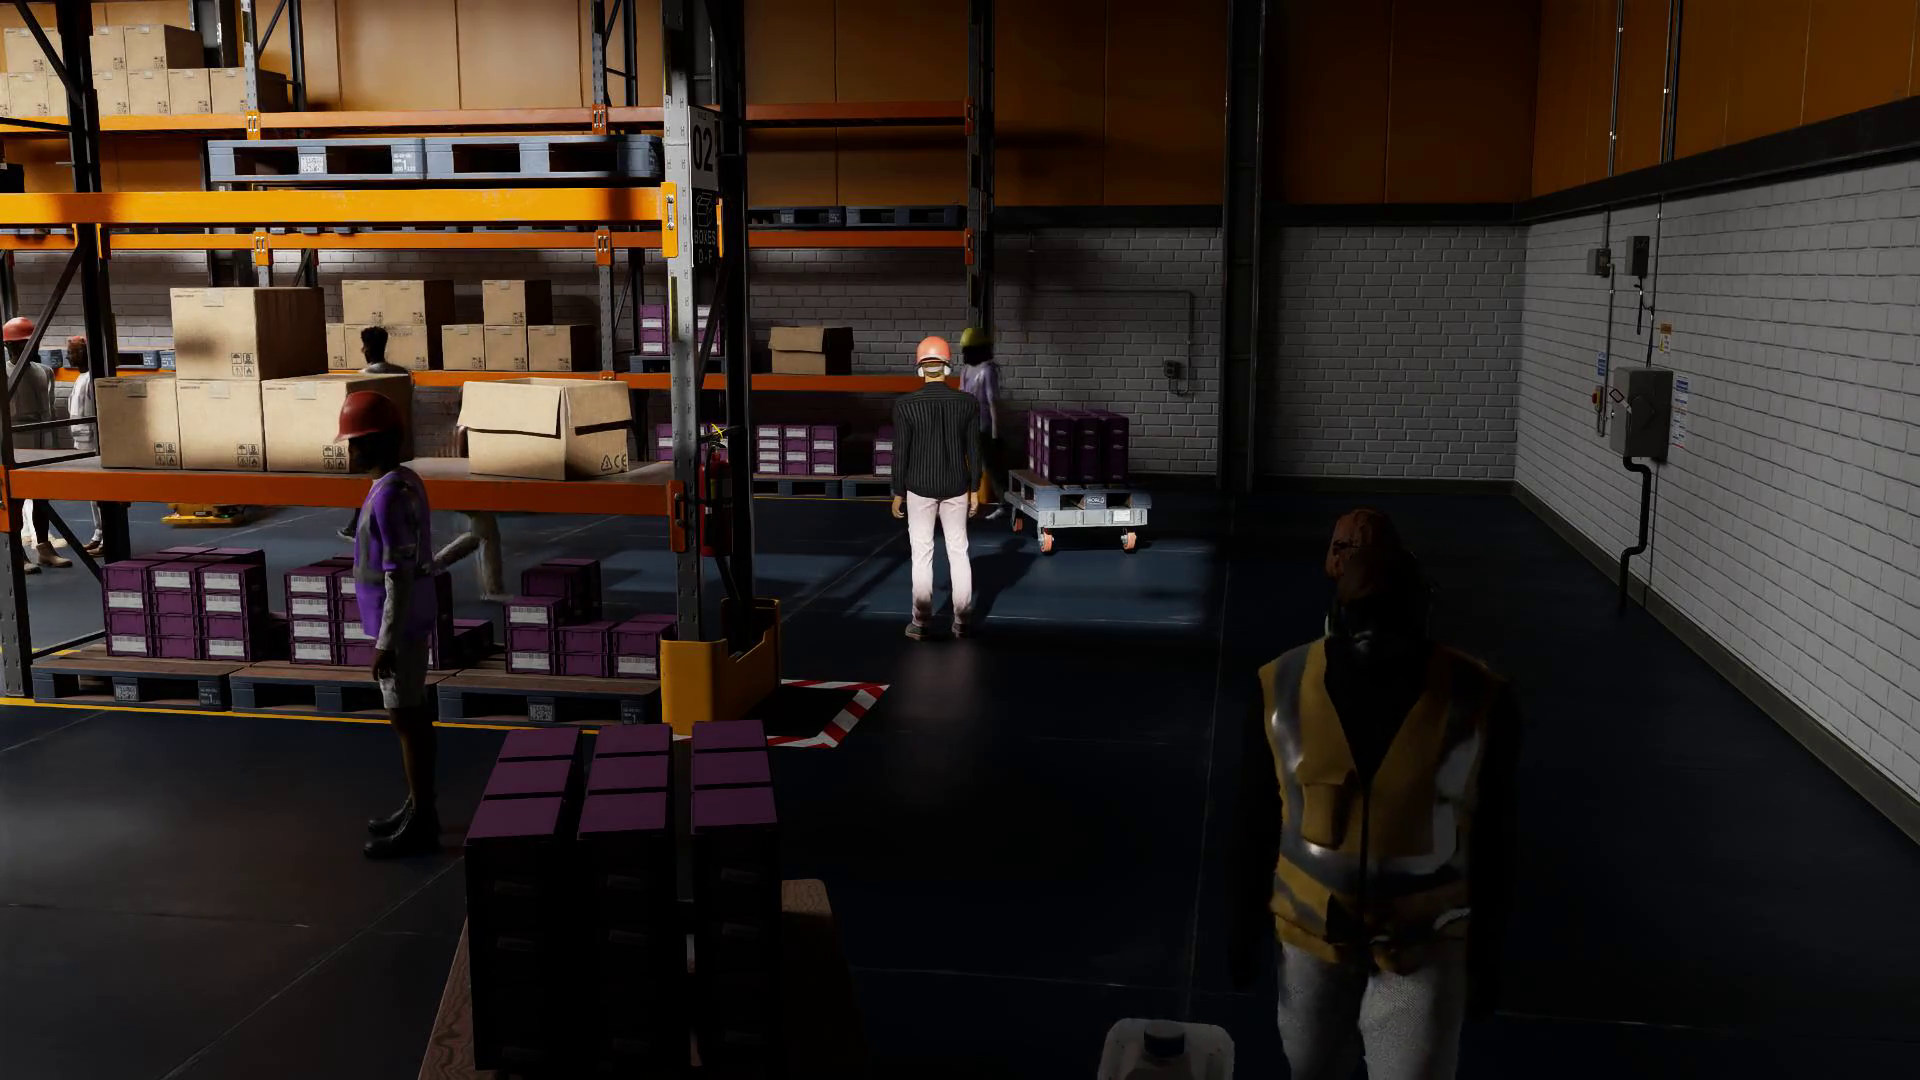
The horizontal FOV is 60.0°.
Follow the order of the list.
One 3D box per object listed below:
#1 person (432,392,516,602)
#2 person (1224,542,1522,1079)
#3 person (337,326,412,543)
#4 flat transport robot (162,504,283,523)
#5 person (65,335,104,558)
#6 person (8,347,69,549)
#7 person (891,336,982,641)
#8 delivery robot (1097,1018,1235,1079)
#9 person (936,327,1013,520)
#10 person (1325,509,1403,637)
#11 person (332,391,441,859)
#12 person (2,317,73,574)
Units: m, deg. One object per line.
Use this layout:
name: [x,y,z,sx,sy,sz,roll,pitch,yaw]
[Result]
person: [-3.583,-0.338,12.073,0.663,1.617,0.522,-1,9,-8]
person: [0.896,0.907,3.732,0.646,1.820,0.628,4,10,22]
person: [-5.173,-0.918,14.724,0.925,1.927,0.613,6,11,33]
flat transport robot: [-7.190,-0.349,16.325,0.652,0.197,1.431,0,9,-1]
person: [-7.348,-0.793,14.090,0.341,1.882,0.586,-7,12,-38]
person: [-8.123,-0.846,14.547,0.619,1.845,0.430,8,12,42]
person: [-0.159,-0.334,10.907,0.614,1.990,0.392,-2,9,-15]
delivery robot: [0.501,1.431,4.111,0.477,0.478,0.707,2,9,11]
person: [0.132,-1.095,15.969,0.992,1.876,0.593,-4,10,-23]
person: [1.338,0.708,5.548,0.275,1.632,0.507,8,12,42]
person: [-2.353,0.348,6.871,0.374,1.928,0.542,-2,9,-13]
person: [-7.477,-0.757,13.361,0.363,2.048,0.609,3,10,19]
